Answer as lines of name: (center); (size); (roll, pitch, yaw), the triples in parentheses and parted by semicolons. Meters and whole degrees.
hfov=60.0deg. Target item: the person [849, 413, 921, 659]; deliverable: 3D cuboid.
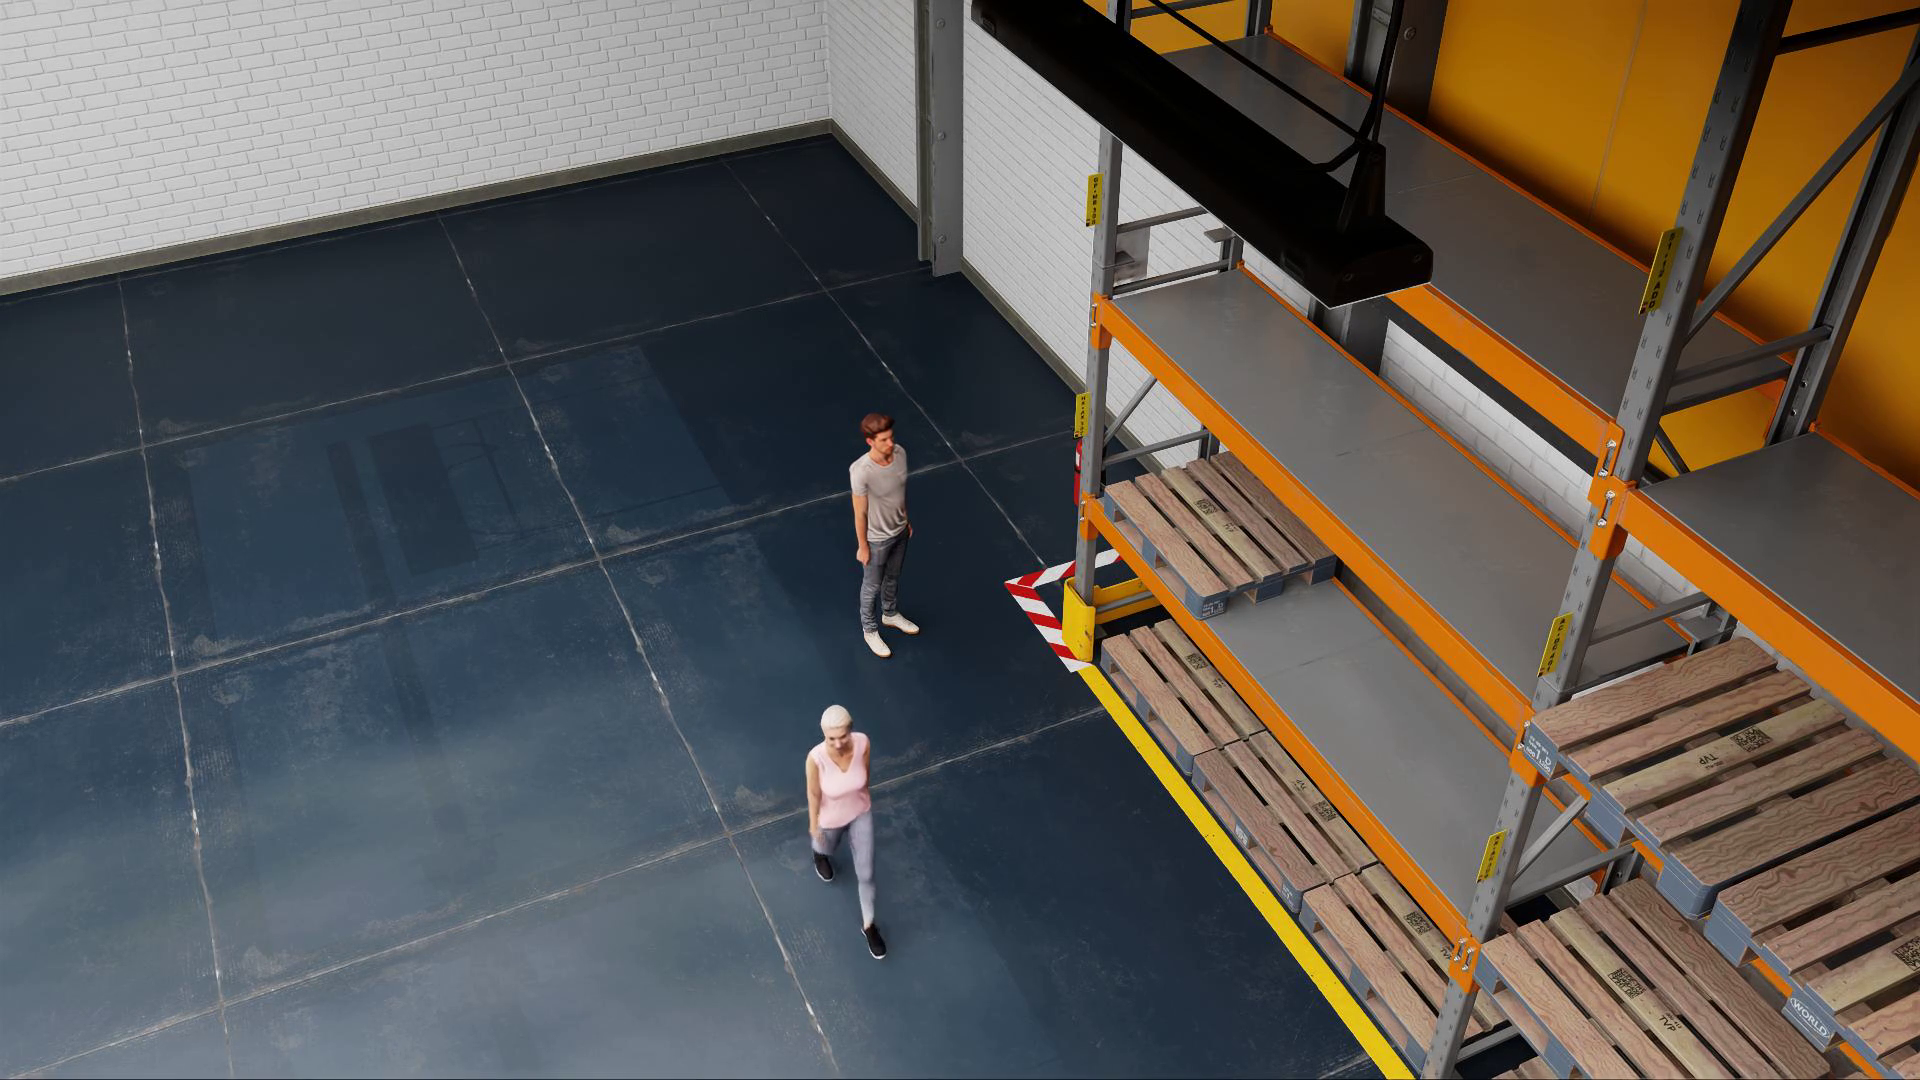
person: (-0.527, -0.073, 11.236); (0.720, 1.898, 0.735); (26, 45, 29)

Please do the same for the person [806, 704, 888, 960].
person: (-0.705, 1.504, 9.424); (0.575, 1.695, 1.139); (-14, 41, -16)
